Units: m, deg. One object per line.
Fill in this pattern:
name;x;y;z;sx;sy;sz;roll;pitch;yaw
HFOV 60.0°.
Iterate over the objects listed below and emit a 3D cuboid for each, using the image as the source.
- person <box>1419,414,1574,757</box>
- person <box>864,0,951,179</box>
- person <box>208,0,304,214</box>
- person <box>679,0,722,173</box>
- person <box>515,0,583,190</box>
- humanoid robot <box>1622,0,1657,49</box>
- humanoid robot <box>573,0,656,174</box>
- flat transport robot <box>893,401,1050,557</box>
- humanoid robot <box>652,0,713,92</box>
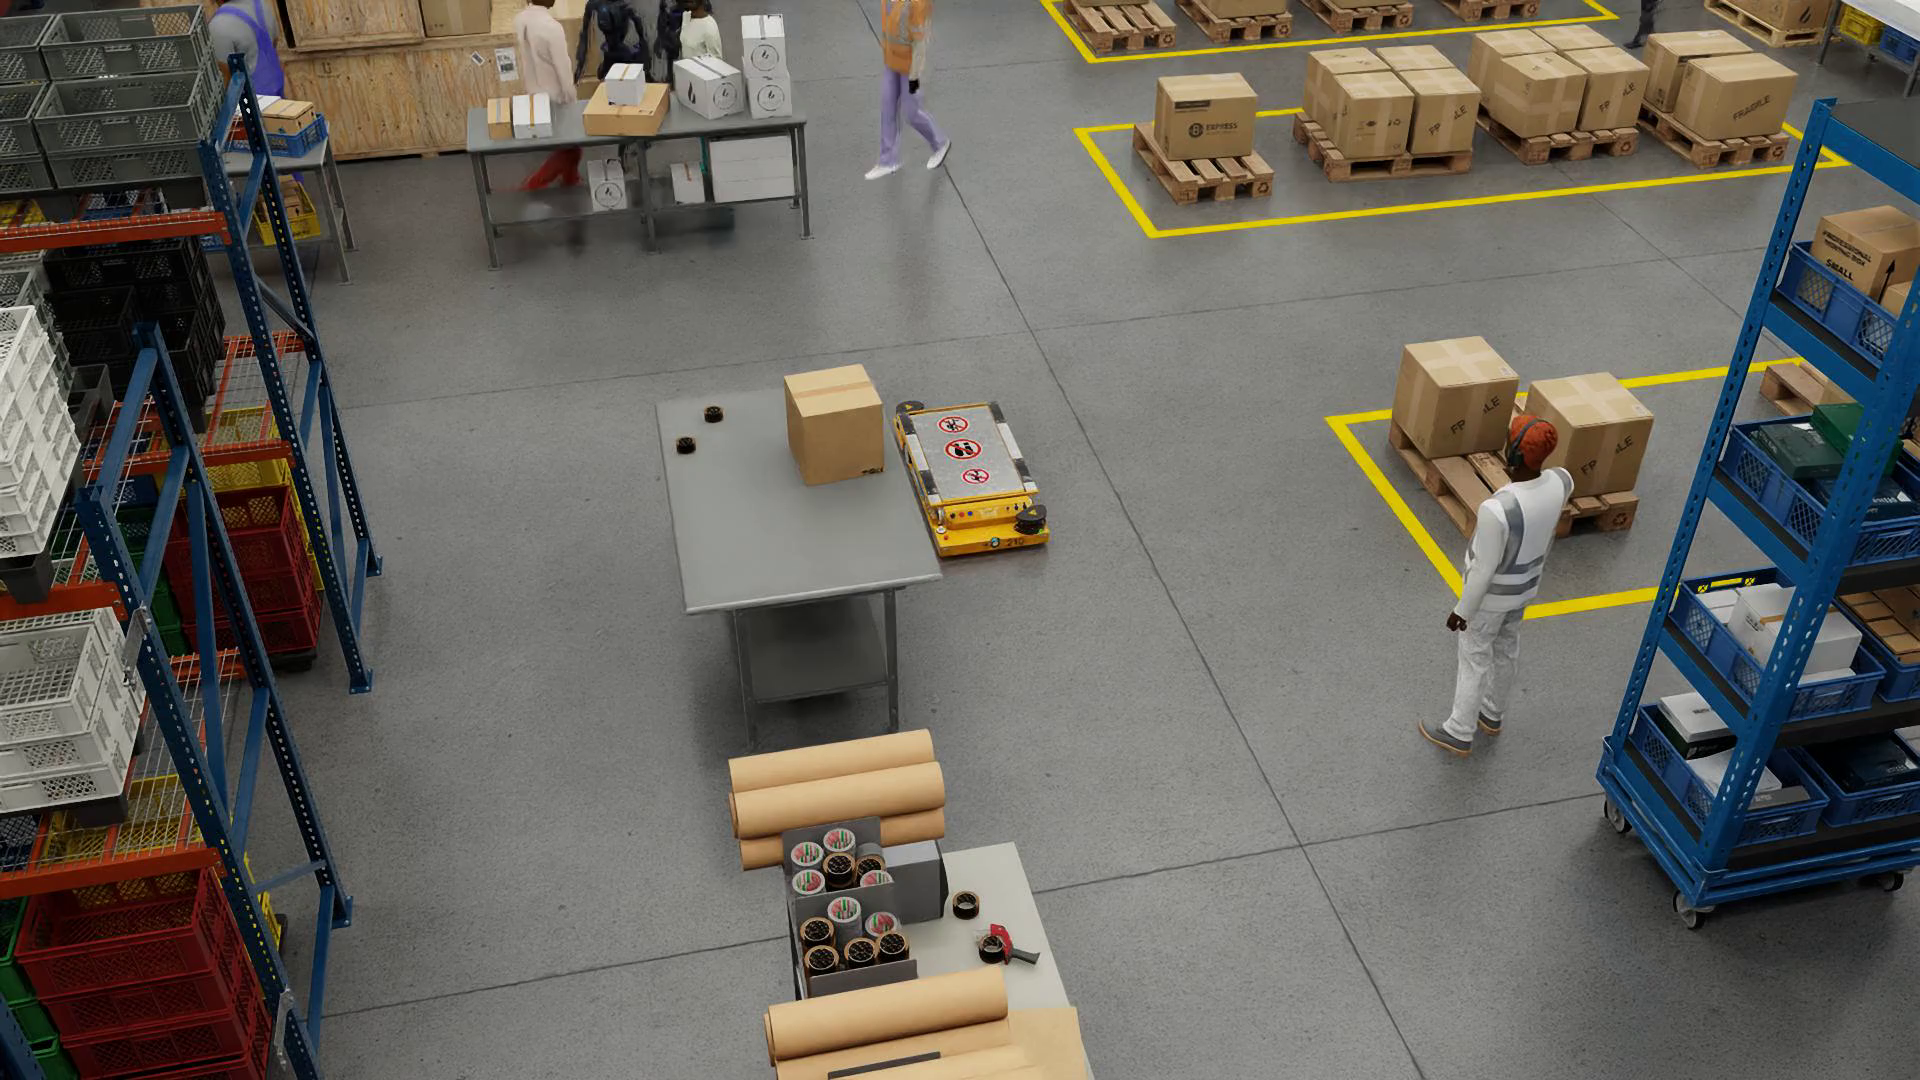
person;2.550;0.228;7.893;0.586;1.882;0.343;-24;43;-29
person;-0.459;-3.853;13.384;0.788;1.883;0.599;-24;43;-29
person;-5.457;-3.458;12.718;0.536;2.000;0.680;7;37;9
person;-2.036;-3.590;13.123;0.311;1.768;0.522;-23;43;-28
person;-3.163;-3.338;12.632;0.707;1.950;0.668;-24;43;-29
humanoid robot;6.706;-5.576;15.913;0.654;1.617;0.764;31;46;34
humanoid robot;-2.802;-3.825;13.553;0.552;1.615;0.784;20;41;25
flat transport robot;0.046;-0.430;10.108;0.652;0.197;1.431;-8;37;-10
humanoid robot;-2.406;-4.379;14.276;0.386;1.632;0.662;23;42;27
